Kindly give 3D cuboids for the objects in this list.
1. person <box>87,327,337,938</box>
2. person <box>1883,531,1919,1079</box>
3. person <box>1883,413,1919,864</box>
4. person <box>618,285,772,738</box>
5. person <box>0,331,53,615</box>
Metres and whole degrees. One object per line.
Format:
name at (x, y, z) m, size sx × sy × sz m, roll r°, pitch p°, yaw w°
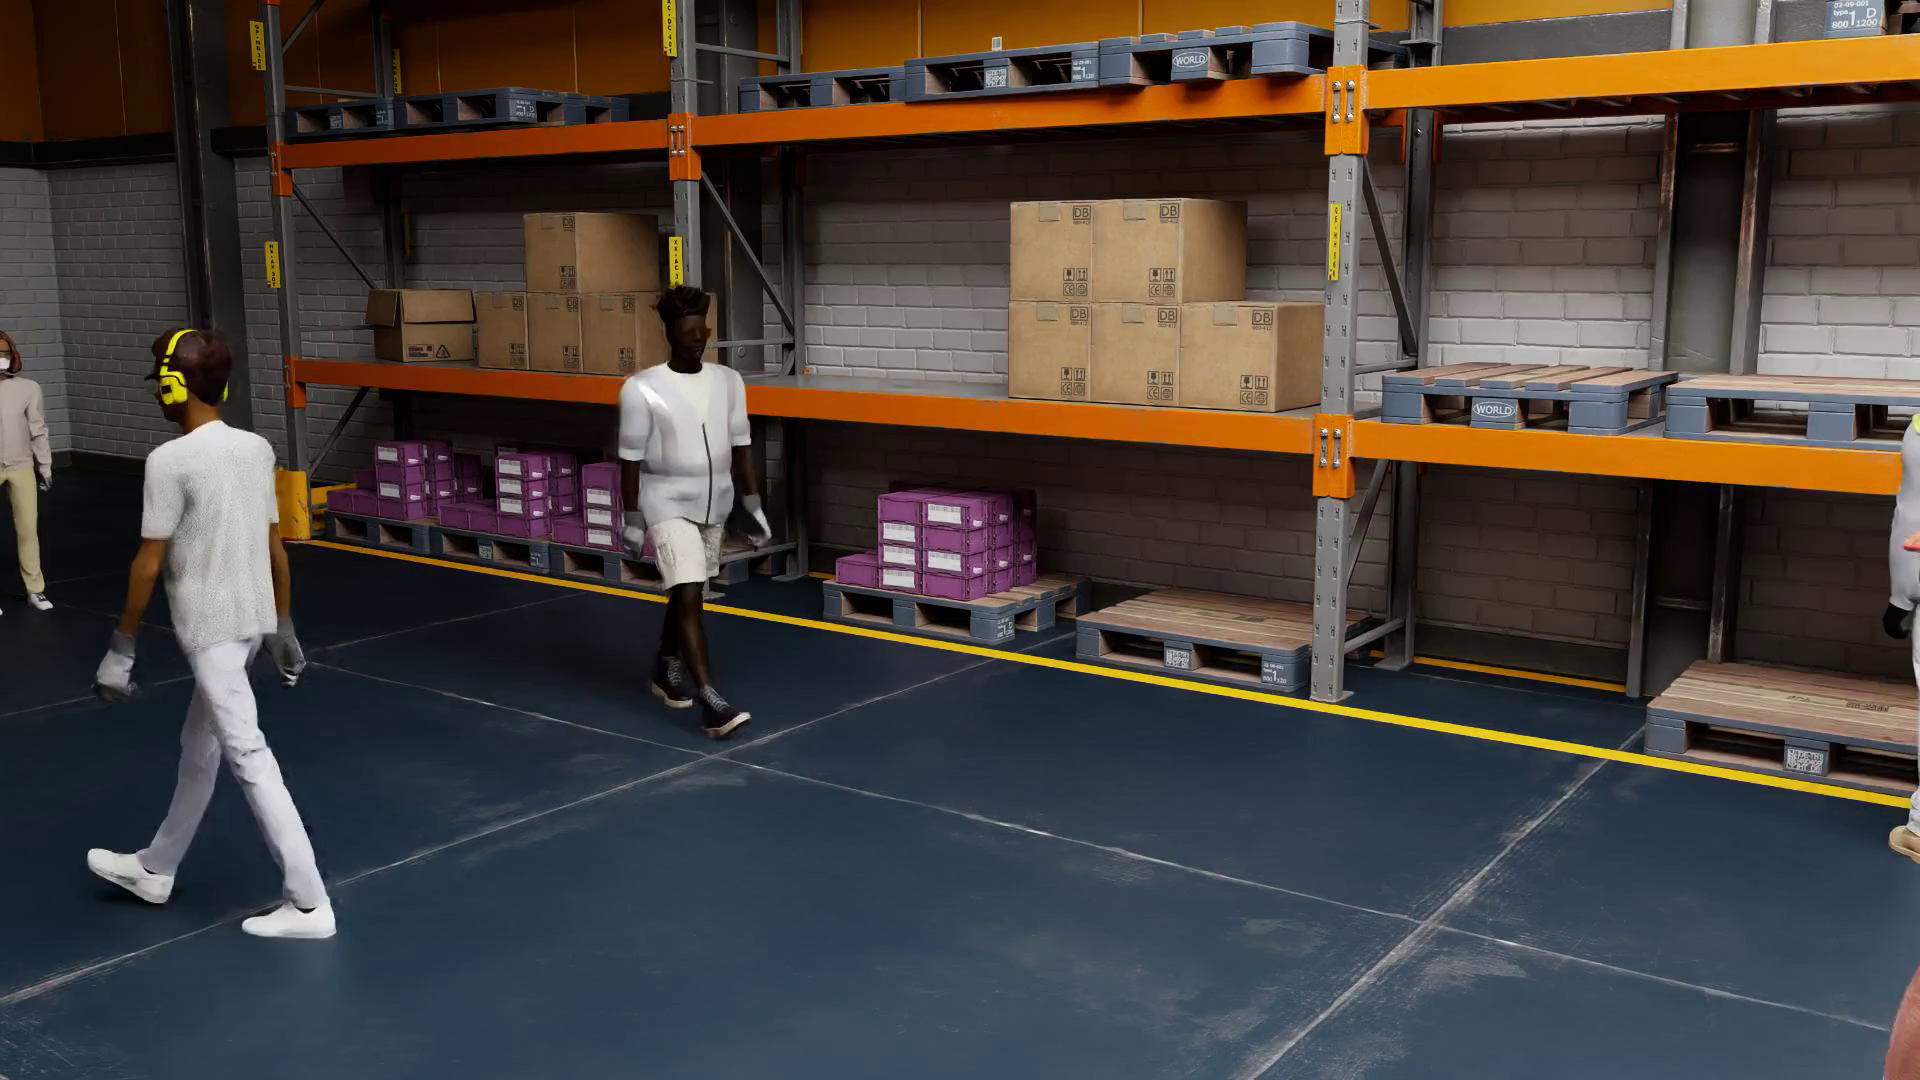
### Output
person at (-2.308, 0.294, 4.954) m, size 0.946 × 1.825 × 0.516 m, roll 1°, pitch 10°, yaw 8°
person at (0.832, 0.811, 1.427) m, size 0.653 × 1.960 × 0.889 m, roll -6°, pitch 11°, yaw -31°
person at (3.398, 0.187, 5.517) m, size 0.624 × 1.845 × 0.430 m, roll 2°, pitch 10°, yaw 12°
person at (-1.160, -0.137, 7.242) m, size 0.604 × 1.919 × 1.022 m, roll -8°, pitch 13°, yaw -41°
person at (-5.486, -0.382, 9.546) m, size 0.504 × 1.633 × 0.293 m, roll -9°, pitch 13°, yaw -44°
